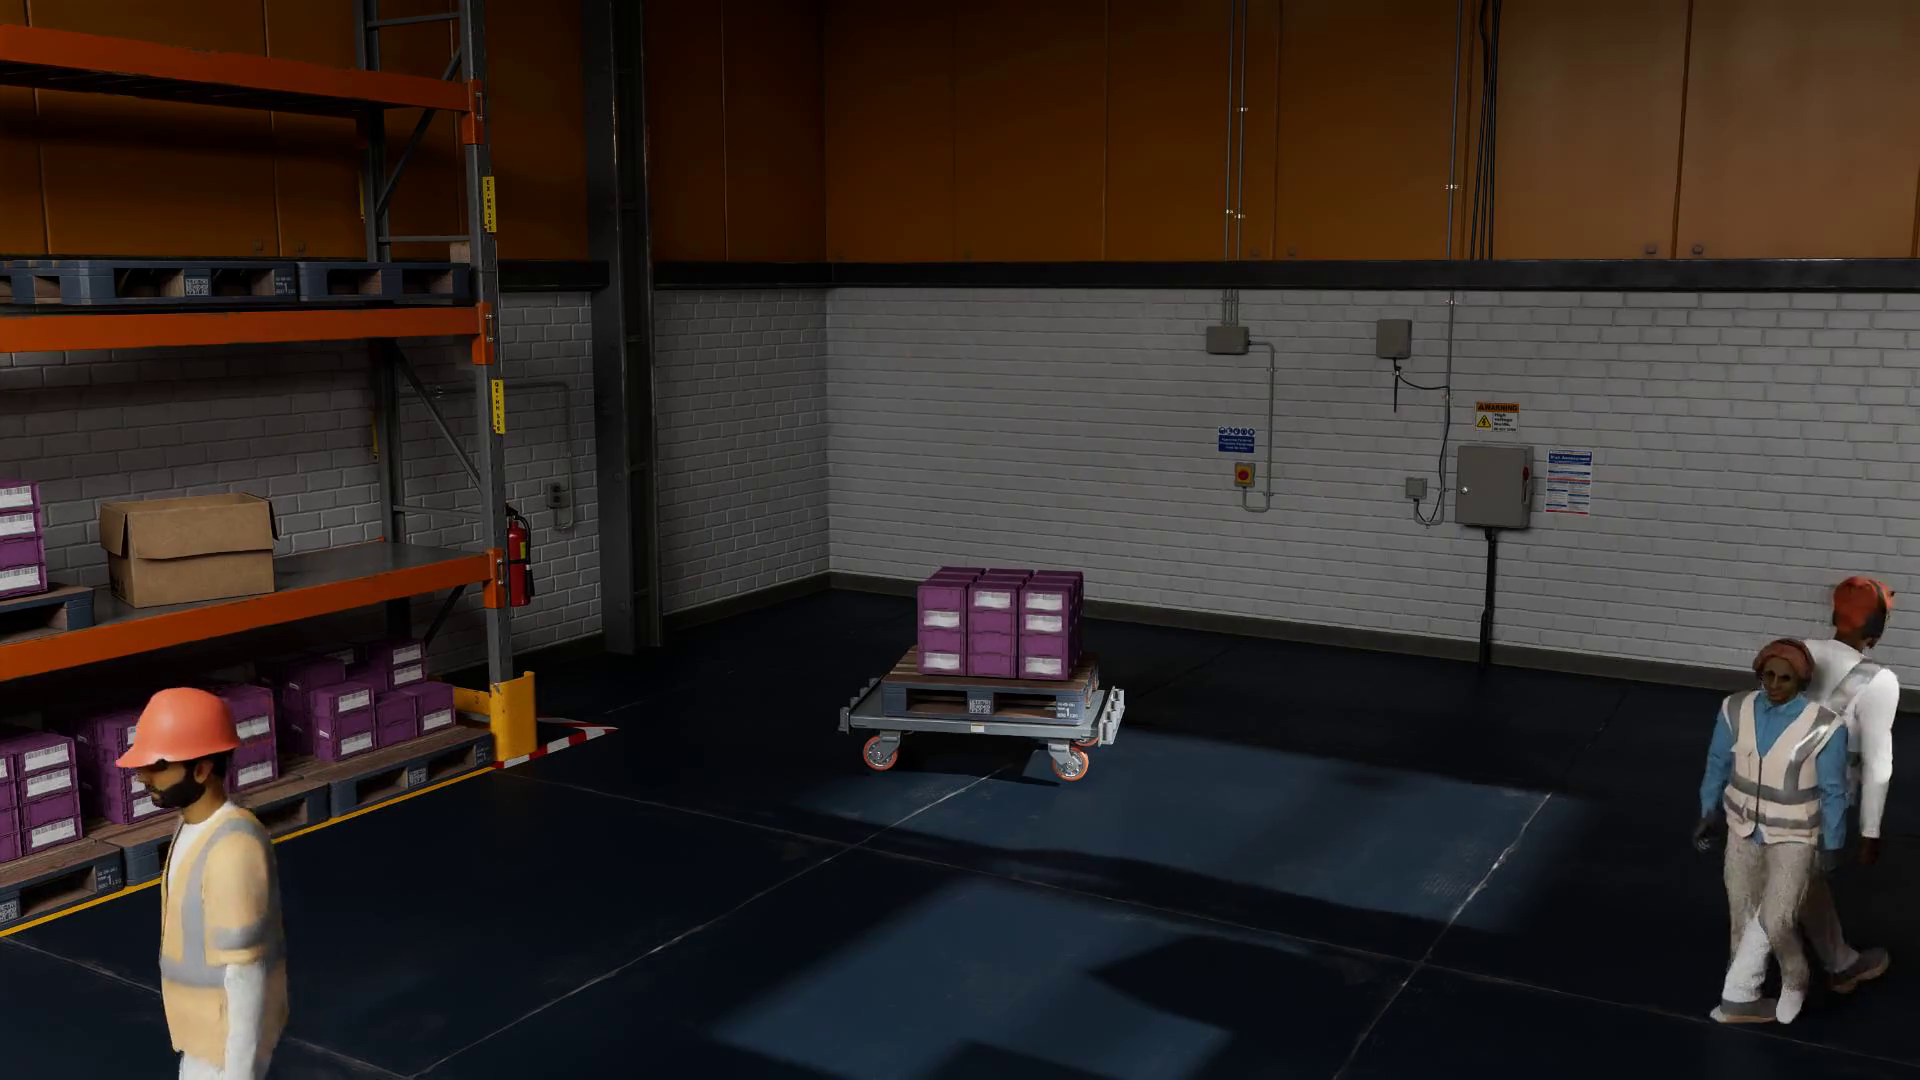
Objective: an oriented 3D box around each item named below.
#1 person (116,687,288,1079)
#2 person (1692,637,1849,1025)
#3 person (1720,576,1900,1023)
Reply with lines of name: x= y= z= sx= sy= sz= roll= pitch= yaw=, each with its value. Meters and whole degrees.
person: x=-2.021 y=1.342 z=4.598 sx=0.464 sy=1.928 sz=0.561 roll=-6 pitch=11 yaw=-34
person: x=3.203 y=1.171 z=6.600 sx=0.362 sy=1.623 sz=0.546 roll=-6 pitch=11 yaw=-34
person: x=3.514 y=1.053 z=6.756 sx=0.944 sy=1.817 sz=0.600 roll=-2 pitch=9 yaw=-14
